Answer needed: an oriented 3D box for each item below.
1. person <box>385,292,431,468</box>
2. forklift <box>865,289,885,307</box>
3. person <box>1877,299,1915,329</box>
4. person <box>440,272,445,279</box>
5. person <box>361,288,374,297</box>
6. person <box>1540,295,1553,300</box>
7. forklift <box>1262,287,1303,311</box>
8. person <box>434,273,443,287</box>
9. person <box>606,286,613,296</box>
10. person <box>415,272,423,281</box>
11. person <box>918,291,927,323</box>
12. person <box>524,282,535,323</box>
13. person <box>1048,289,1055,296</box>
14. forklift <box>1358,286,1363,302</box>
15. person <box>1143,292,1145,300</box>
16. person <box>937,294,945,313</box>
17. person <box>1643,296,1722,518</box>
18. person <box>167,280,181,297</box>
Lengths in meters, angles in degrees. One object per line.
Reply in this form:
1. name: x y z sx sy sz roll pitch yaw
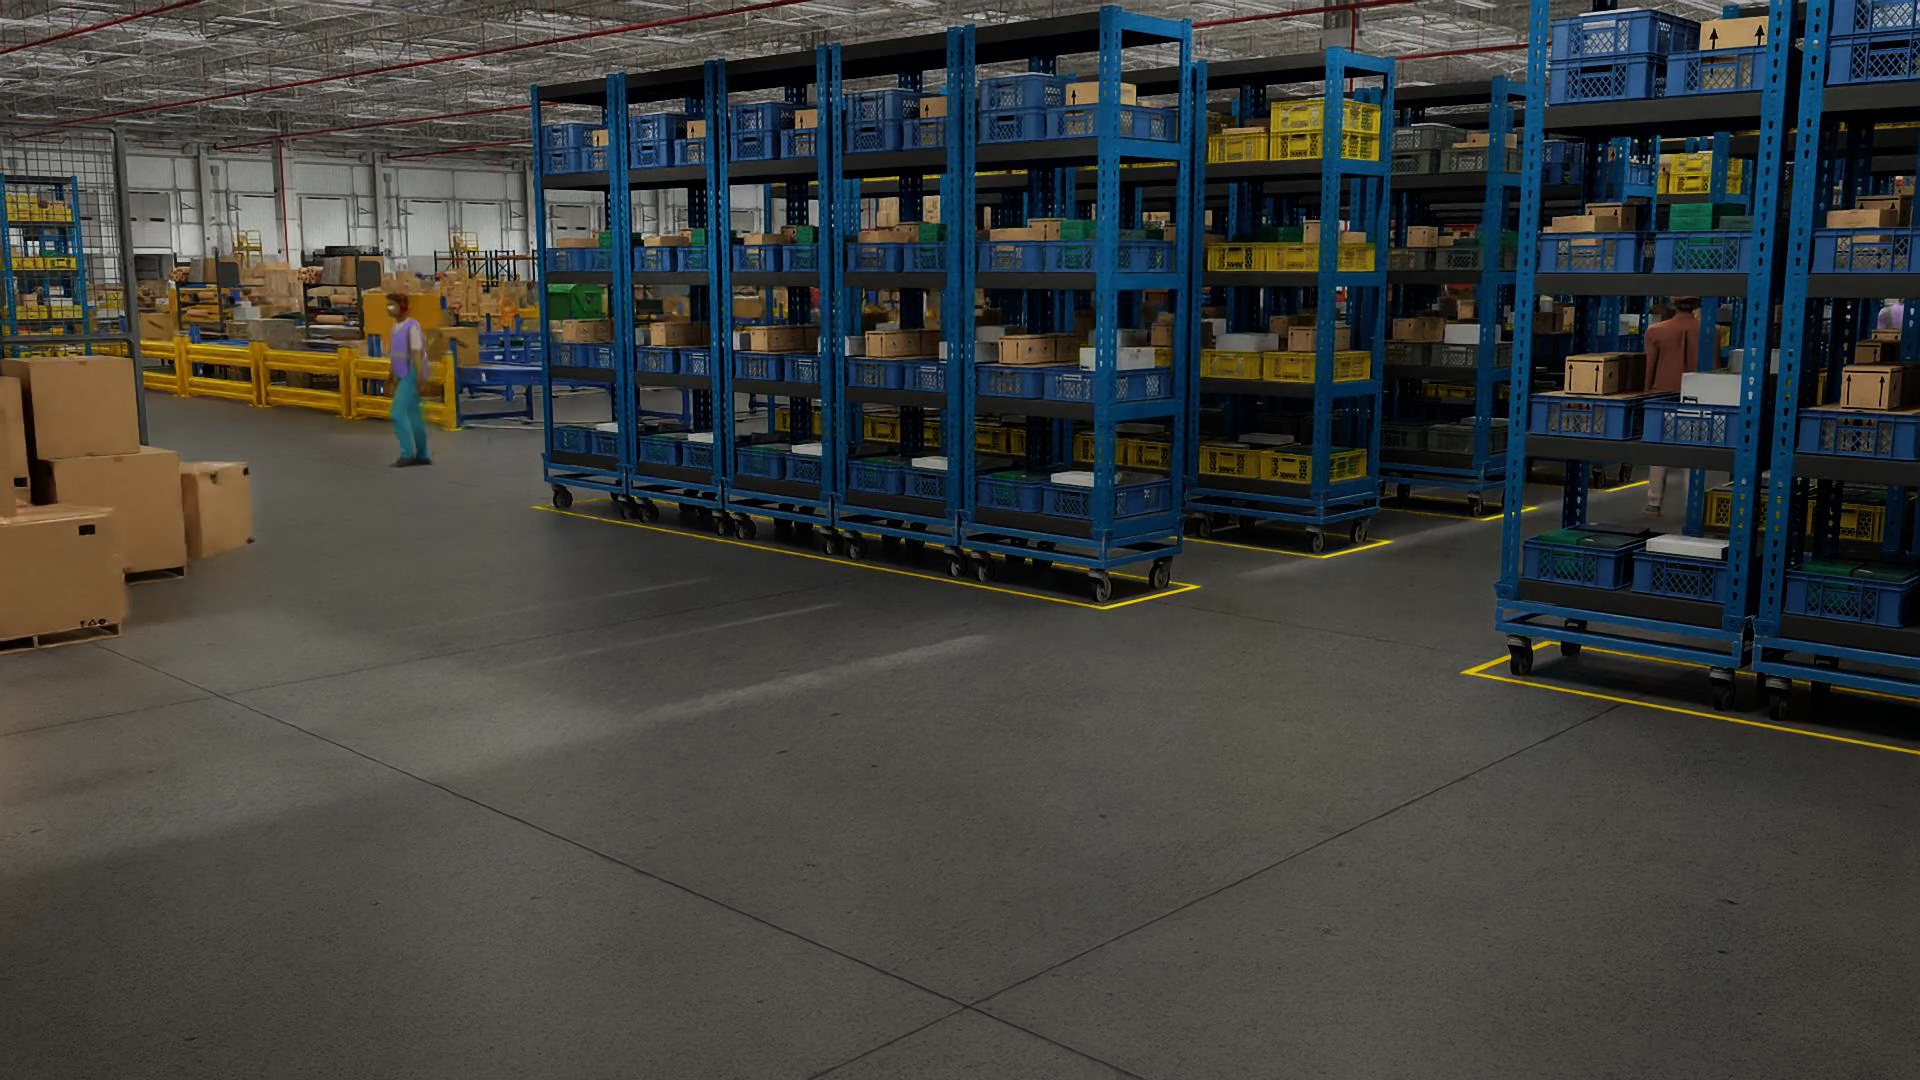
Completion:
1. person: -5.854 -1.666 17.377 0.634 1.819 0.581 -6 11 -34
2. forklift: -3.826 -11.354 73.558 1.873 2.768 1.129 9 13 43
3. person: 10.204 -1.865 17.938 0.615 2.041 0.384 8 12 40
4. person: -27.801 -13.470 89.551 0.644 1.904 0.987 9 13 44
5. person: -19.258 -7.727 54.026 0.612 1.994 0.395 4 10 22
6. person: 11.843 -4.248 33.330 0.615 1.783 0.922 9 13 44
7. forklift: 10.769 -8.203 54.240 1.129 2.768 1.873 8 12 42
8. person: -19.513 -9.003 62.239 0.431 1.928 0.566 -3 10 -20
9. person: -13.427 -9.212 64.046 0.317 1.695 0.540 -9 13 -43
10. person: -27.712 -12.844 85.679 1.006 1.894 0.631 -7 12 -36
11. person: -1.034 -5.627 41.712 0.403 1.818 0.601 -4 10 -21
12. person: -15.284 -8.377 59.236 0.499 1.594 0.846 8 12 40
13. person: 3.119 -7.904 55.909 0.365 1.743 0.550 4 10 21
14. forklift: 11.100 -7.017 46.970 1.873 2.768 1.129 9 13 43
15. person: 5.459 -7.086 50.497 0.964 1.868 0.643 9 13 44
16. person: -0.095 -2.512 22.797 0.579 1.746 0.531 -7 12 -39
17. person: 5.989 -1.176 13.851 0.622 1.996 0.368 3 10 17
18. person: -35.959 -11.252 76.114 0.580 1.844 0.956 -3 10 -16
